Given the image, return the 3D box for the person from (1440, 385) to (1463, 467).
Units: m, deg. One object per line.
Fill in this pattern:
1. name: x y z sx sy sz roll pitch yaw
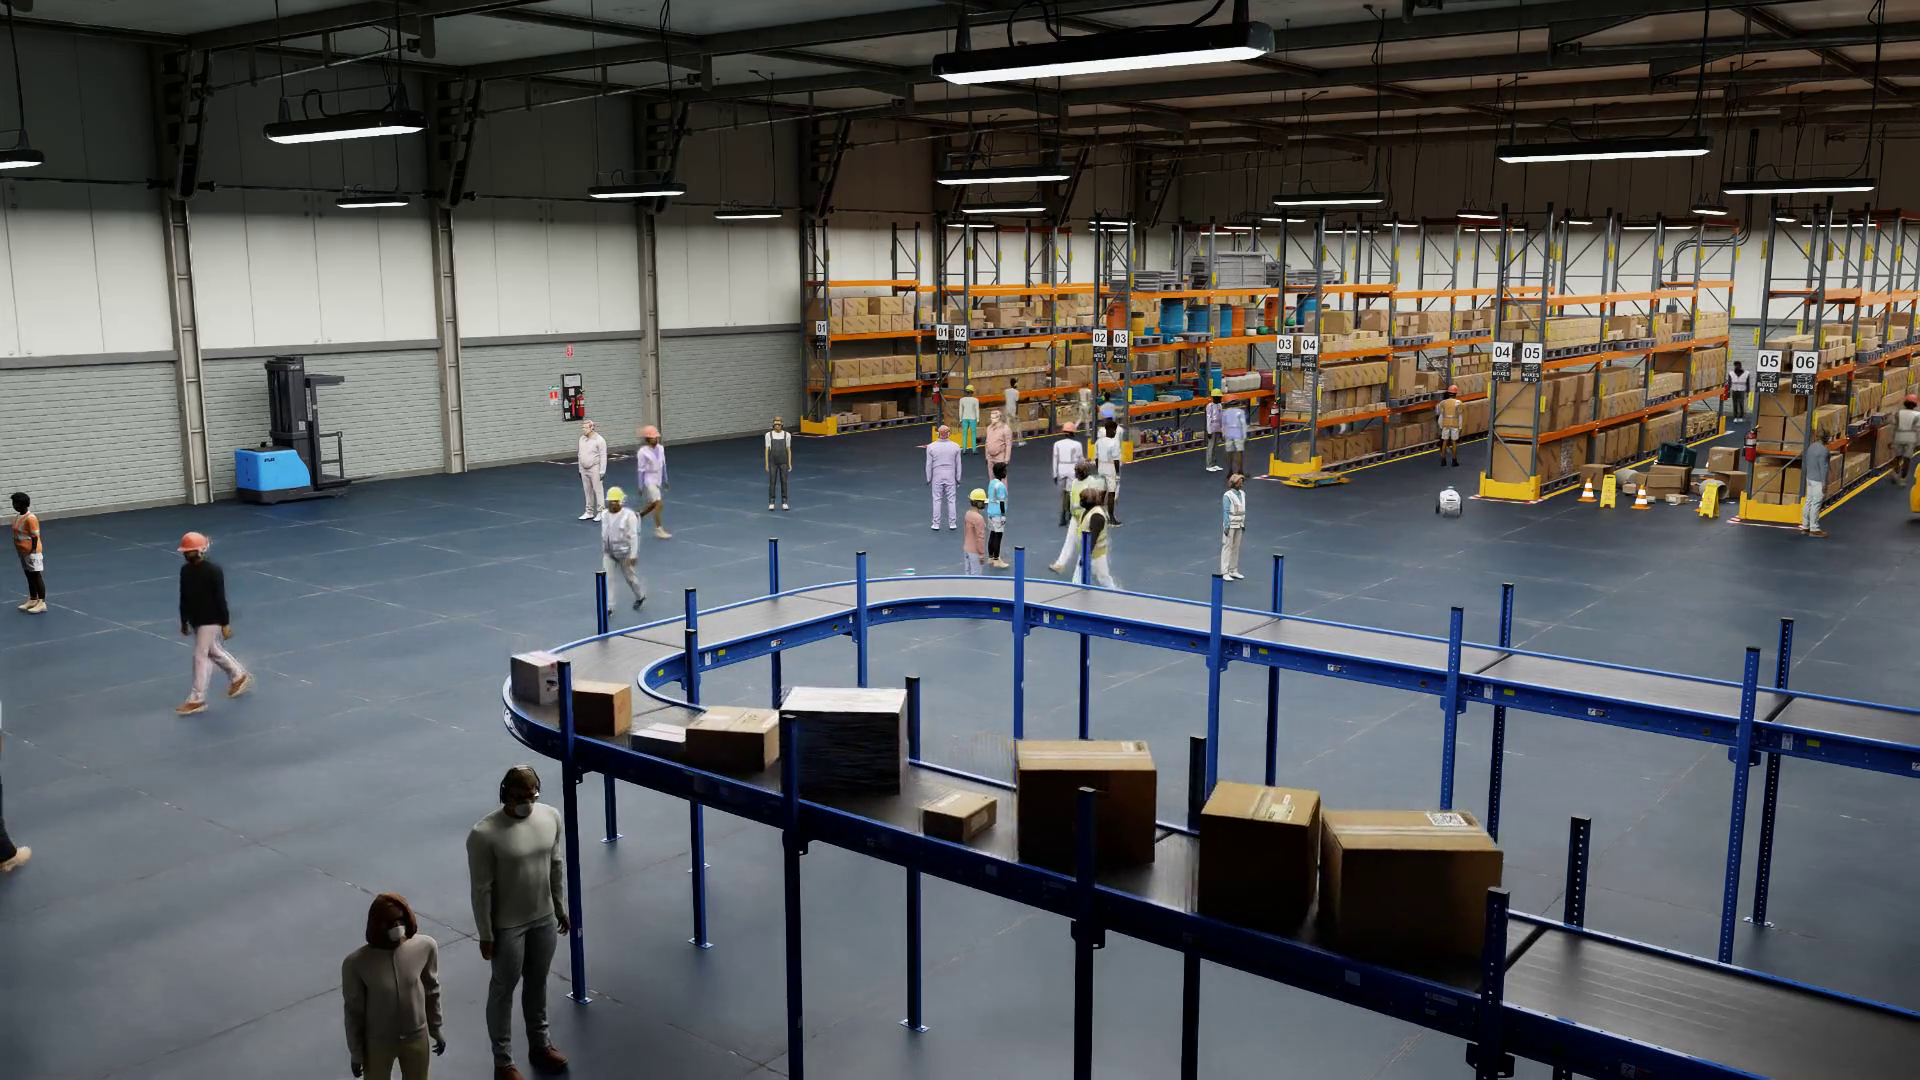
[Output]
1. person: 11.739 -2.734 37.401 0.545 1.938 0.355 6 12 30

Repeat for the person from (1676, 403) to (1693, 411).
1. person: 21.638 -4.300 46.662 0.937 1.787 0.585 9 13 41

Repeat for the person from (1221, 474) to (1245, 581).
1. person: 4.198 -0.199 23.979 0.310 1.636 0.523 9 14 42

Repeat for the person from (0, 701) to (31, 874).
1. person: -7.714 1.728 12.114 0.673 2.000 1.006 -1 10 -5

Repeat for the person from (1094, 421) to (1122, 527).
1. person: 2.746 -1.231 28.882 0.377 1.958 0.600 -8 13 -37

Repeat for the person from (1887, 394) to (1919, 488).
1. person: 20.497 -2.153 33.881 0.651 2.019 0.583 9 13 41

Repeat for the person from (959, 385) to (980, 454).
1. person: 0.246 -3.055 39.697 0.533 1.765 0.329 3 10 16

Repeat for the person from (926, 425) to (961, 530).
1. person: -0.301 -1.131 28.466 0.652 1.906 0.408 -1 10 -8

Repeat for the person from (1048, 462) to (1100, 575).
1. person: 1.846 -0.324 24.286 0.952 1.781 0.610 -7 12 -33

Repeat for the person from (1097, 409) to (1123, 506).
1. person: 2.975 -1.661 31.392 0.621 1.936 0.522 -5 11 -25

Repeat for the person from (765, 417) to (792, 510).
1. person: -3.569 -1.511 30.774 0.508 1.844 0.336 -2 10 -10

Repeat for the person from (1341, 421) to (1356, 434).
1. person: 10.604 -3.631 42.533 0.637 1.913 0.847 6 12 29

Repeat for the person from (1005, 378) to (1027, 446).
1. person: 1.442 -3.361 41.225 0.517 1.834 0.899 8 13 37

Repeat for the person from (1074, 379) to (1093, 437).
1. person: 3.434 -3.673 43.592 0.522 1.621 0.572 8 13 39

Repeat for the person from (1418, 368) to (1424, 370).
1. person: 13.058 -4.002 44.824 0.754 1.840 0.511 -9 14 -43

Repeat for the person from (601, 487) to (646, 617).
1. person: -4.681 0.138 21.633 0.600 1.803 0.874 4 11 22

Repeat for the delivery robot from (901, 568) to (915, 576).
1. delivery robot: -0.690 0.519 22.105 0.698 0.223 0.335 -3 11 -19

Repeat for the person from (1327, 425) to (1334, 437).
1. person: 10.395 -3.856 43.706 0.617 1.954 1.003 6 12 30

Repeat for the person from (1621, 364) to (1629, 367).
1. person: 19.486 -4.277 46.372 0.809 1.874 0.596 2 10 12

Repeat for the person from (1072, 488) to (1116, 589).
1. person: 1.801 0.175 21.463 0.995 1.786 0.651 -2 10 -12

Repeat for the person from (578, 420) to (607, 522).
1. person: -6.952 -1.308 29.460 0.645 1.907 0.400 6 12 32

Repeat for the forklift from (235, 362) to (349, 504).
1. forklift: -13.803 -2.244 32.110 1.129 2.768 1.873 8 13 37

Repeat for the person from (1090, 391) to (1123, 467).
1. person: 3.519 -2.637 37.205 0.515 1.823 1.015 -6 12 -31

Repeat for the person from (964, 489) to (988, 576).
1. person: 0.222 0.168 21.559 0.329 1.765 0.525 -4 11 -20

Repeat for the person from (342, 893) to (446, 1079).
1. person: -2.931 2.615 8.140 0.501 1.636 0.280 -8 13 -39

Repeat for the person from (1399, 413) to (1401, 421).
1. person: 12.512 -3.855 43.808 0.547 1.910 0.600 6 12 32

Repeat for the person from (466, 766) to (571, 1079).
1. person: -2.599 2.262 9.297 0.371 1.933 0.627 8 13 39

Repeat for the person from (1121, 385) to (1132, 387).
1. person: 5.400 -5.056 50.550 0.596 1.911 0.716 8 13 39

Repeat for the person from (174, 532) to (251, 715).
1. person: -8.253 0.853 17.175 0.635 1.959 0.986 5 11 28

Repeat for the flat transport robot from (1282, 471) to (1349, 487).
1. flat transport robot: 7.810 -1.338 34.350 1.431 0.197 0.652 -7 12 -35

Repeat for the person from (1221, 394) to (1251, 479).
1. person: 6.215 -2.320 35.230 0.716 1.898 0.361 5 11 27

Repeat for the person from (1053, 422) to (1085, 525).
1. person: 2.066 -1.255 29.198 0.550 1.886 0.977 6 12 30

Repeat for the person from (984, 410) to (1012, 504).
1. person: 0.737 -1.651 31.401 0.399 1.905 0.643 -10 14 -44

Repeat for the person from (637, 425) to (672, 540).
1. person: -5.504 -1.043 27.692 0.890 2.009 0.609 5 11 26

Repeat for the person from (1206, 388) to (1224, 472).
1. person: 5.949 -2.570 36.497 0.359 1.929 0.593 7 13 36

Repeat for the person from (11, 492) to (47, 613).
1. person: -12.965 0.167 21.761 0.531 1.693 0.320 8 13 40

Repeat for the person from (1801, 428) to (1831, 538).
1. person: 15.264 -1.035 27.833 0.372 1.940 0.632 1 10 4

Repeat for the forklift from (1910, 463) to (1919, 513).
1. forklift: 19.034 -1.348 28.998 2.313 2.155 1.214 8 13 37

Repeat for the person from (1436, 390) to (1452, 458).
1. person: 12.124 -2.894 38.991 0.553 1.684 0.363 7 12 36

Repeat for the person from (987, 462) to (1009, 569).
1. person: 0.610 -0.408 24.978 0.318 1.698 0.539 -3 11 -17

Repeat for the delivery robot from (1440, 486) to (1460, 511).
1. delivery robot: 9.465 -0.791 30.208 0.477 0.478 0.707 3 10 14

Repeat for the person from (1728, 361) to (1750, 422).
1. person: 23.658 -4.511 47.568 0.609 1.873 0.660 7 12 34
